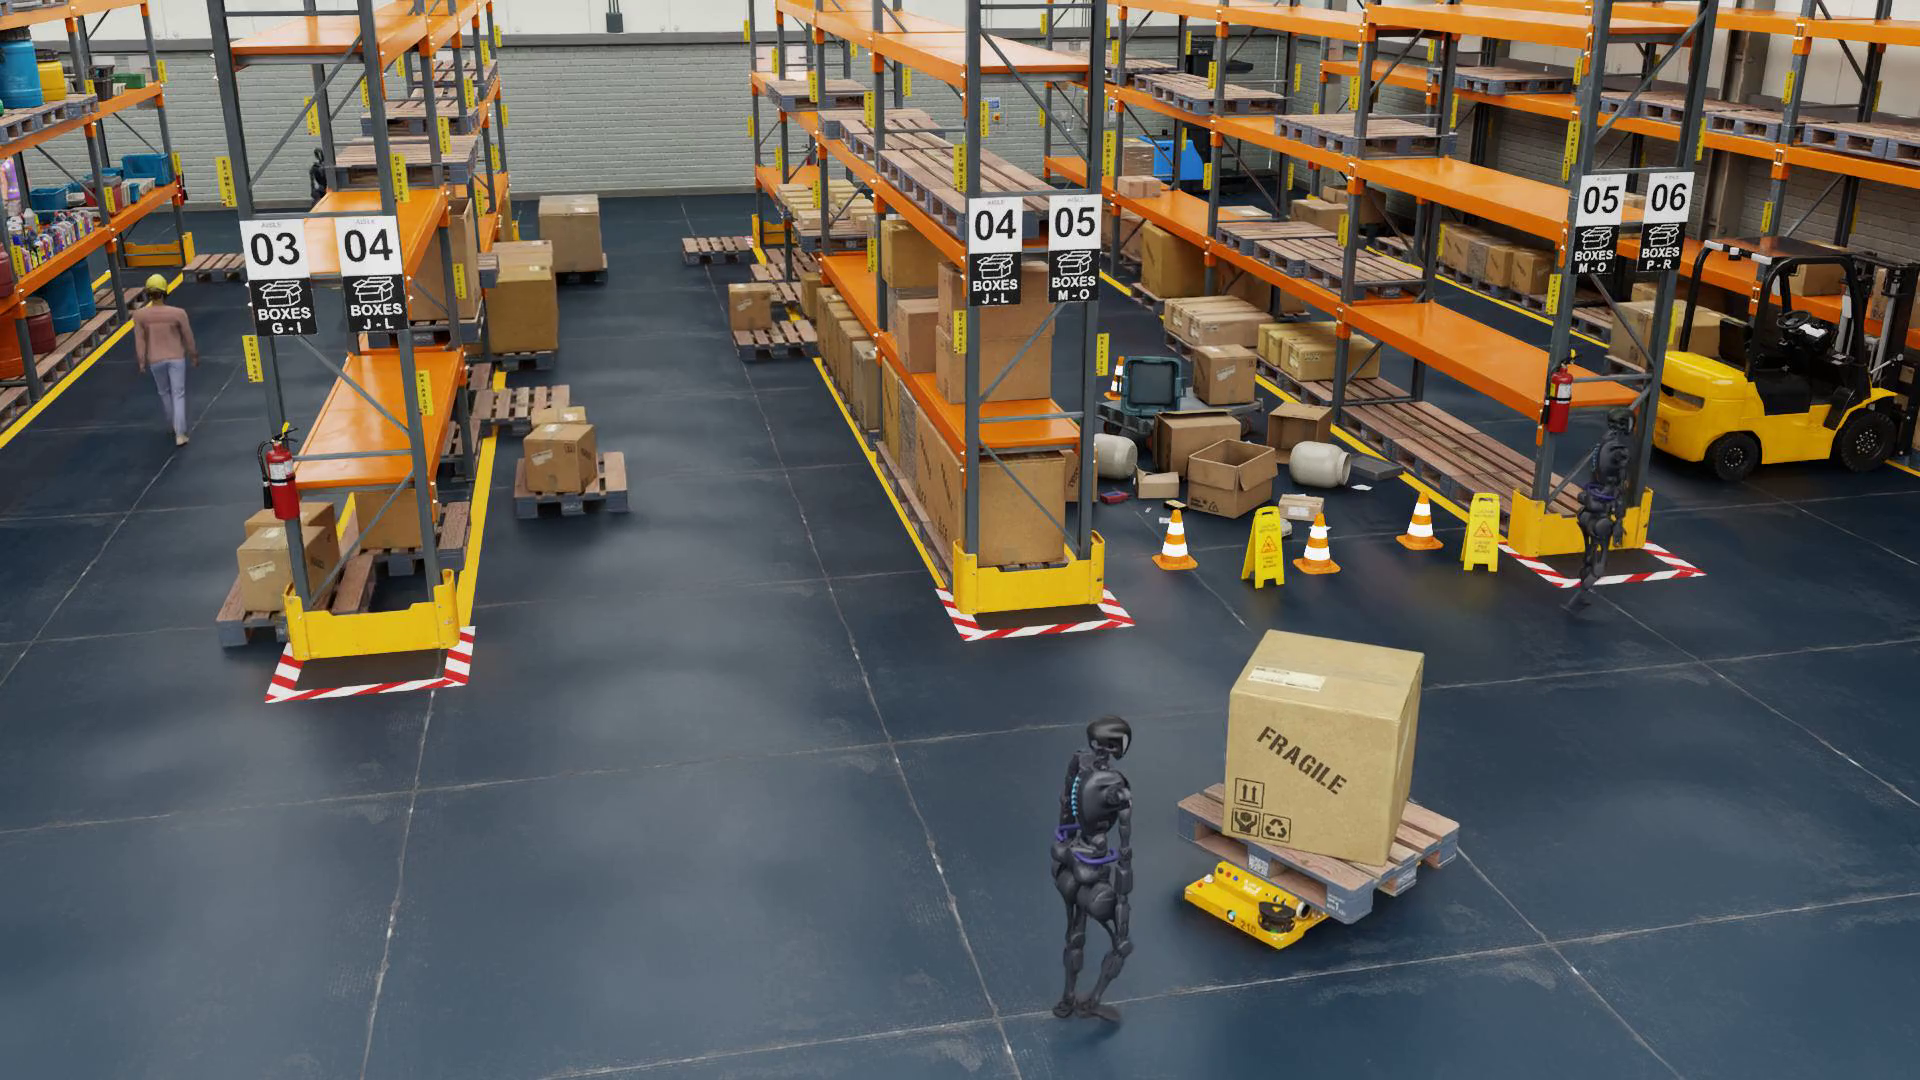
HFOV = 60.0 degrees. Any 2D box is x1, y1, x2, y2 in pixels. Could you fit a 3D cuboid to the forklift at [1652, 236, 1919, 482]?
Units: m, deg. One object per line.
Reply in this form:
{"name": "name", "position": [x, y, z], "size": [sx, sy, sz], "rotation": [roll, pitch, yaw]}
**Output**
{"name": "forklift", "position": [8.013, -1.814, 16.330], "size": [2.313, 2.155, 1.214], "rotation": [-4, 21, -12]}

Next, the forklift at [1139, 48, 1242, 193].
{"name": "forklift", "position": [4.566, -8.313, 32.860], "size": [1.873, 2.768, 1.129], "rotation": [-4, 21, -12]}

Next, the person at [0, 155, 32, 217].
{"name": "person", "position": [-15.369, -5.565, 27.152], "size": [0.349, 1.688, 0.489], "rotation": [11, 23, 27]}

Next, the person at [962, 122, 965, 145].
{"name": "person", "position": [0.153, -6.995, 30.990], "size": [0.322, 1.691, 0.530], "rotation": [0, 20, 0]}

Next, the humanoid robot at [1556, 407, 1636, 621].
{"name": "humanoid robot", "position": [4.861, -0.217, 12.774], "size": [0.466, 1.648, 0.619], "rotation": [0, 20, 0]}

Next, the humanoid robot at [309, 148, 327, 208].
{"name": "humanoid robot", "position": [-10.441, -5.623, 27.378], "size": [0.774, 1.624, 0.599], "rotation": [7, 21, 18]}

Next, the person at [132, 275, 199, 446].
{"name": "person", "position": [-8.168, -1.881, 17.187], "size": [0.550, 1.719, 0.897], "rotation": [-5, 21, -12]}

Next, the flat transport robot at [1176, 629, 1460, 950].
{"name": "flat transport robot", "position": [1.966, 1.813, 9.322], "size": [1.431, 0.231, 0.659], "rotation": [-17, 26, -39]}

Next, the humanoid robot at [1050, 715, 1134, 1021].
{"name": "humanoid robot", "position": [0.628, 1.571, 7.961], "size": [0.327, 1.645, 0.615], "rotation": [-11, 23, -26]}
